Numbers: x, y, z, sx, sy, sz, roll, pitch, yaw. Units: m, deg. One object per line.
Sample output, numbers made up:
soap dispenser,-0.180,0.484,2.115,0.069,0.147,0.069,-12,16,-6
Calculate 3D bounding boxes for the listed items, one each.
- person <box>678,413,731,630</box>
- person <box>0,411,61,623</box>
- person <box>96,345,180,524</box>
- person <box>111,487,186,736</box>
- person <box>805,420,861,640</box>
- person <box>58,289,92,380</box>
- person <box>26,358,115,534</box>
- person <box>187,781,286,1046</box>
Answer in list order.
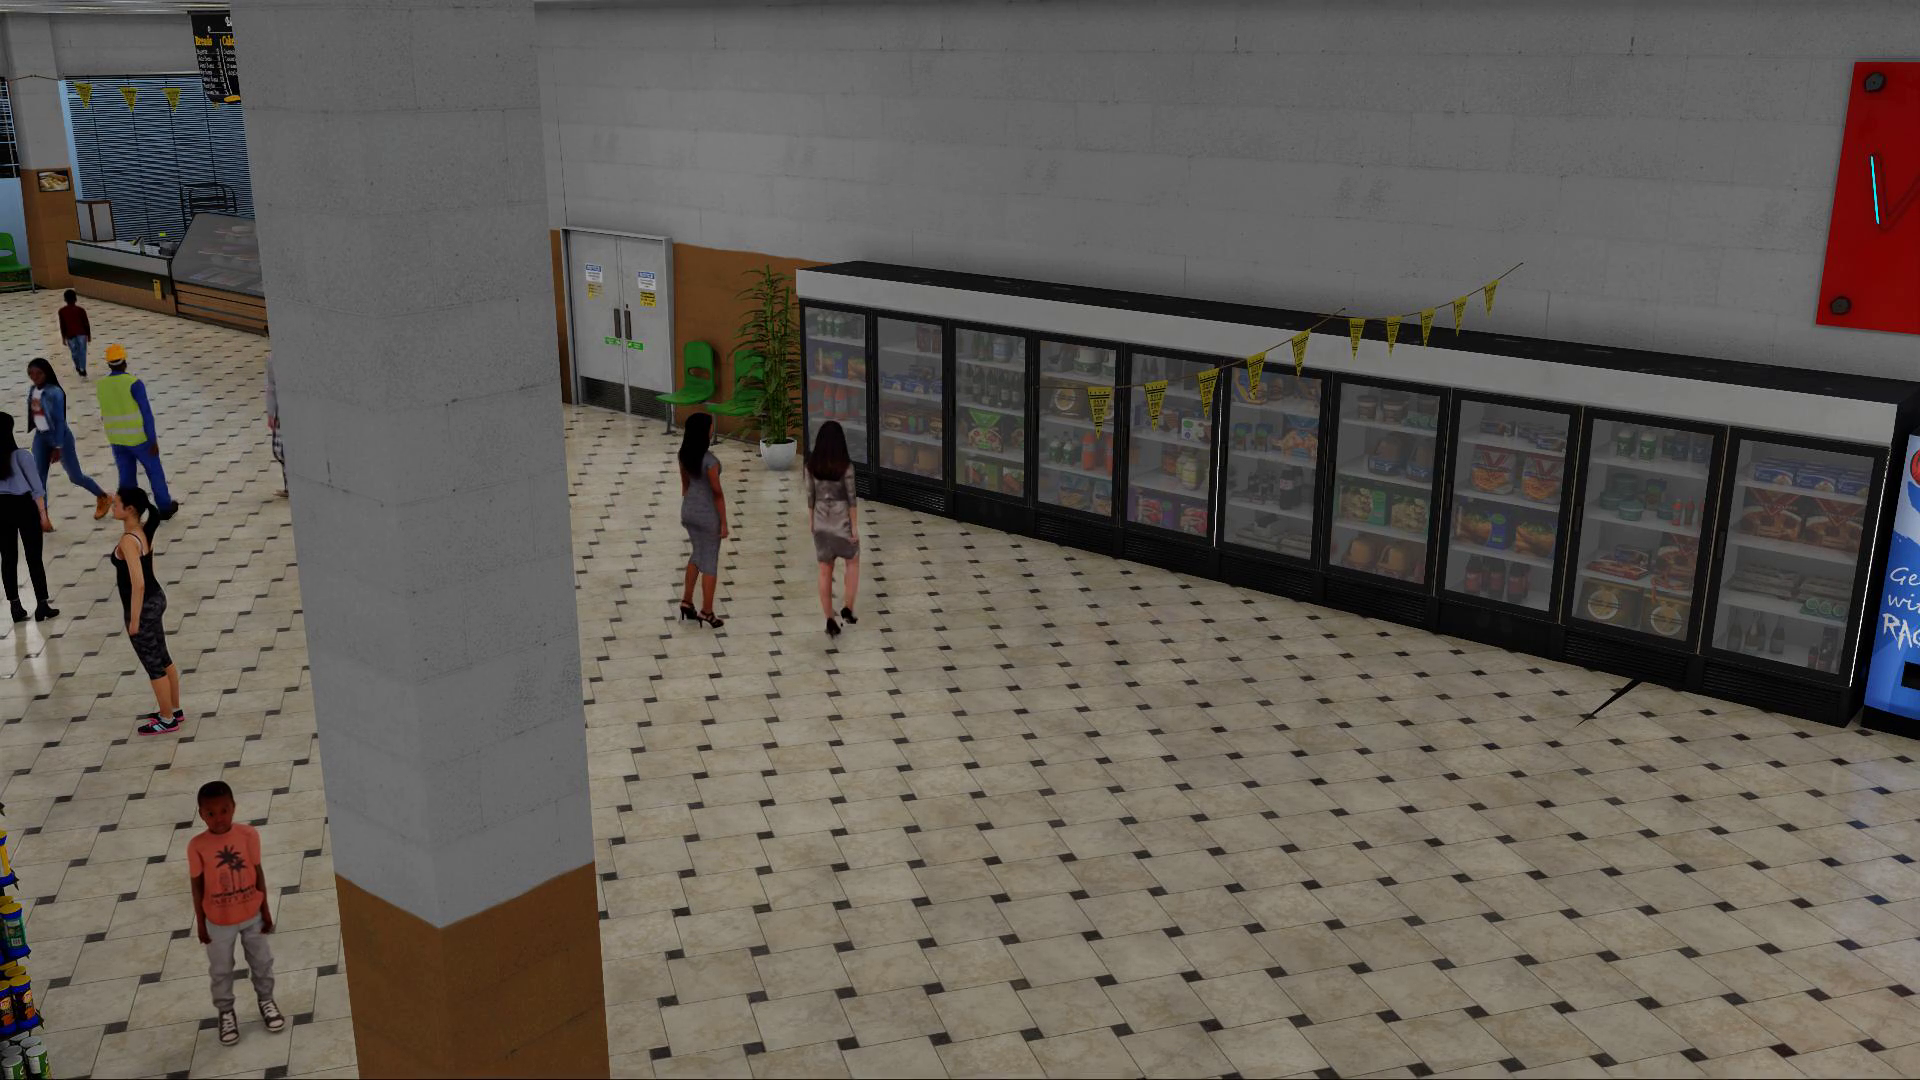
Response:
person,-2.095,-0.148,13.287,0.605,1.779,0.529,14,22,38
person,-7.661,-0.190,13.485,0.728,1.744,0.777,-1,17,-2
person,-7.946,-0.922,15.841,1.085,1.776,1.169,1,17,4
person,-5.543,0.471,11.333,0.717,1.729,0.664,-2,17,-8
person,-1.016,-0.052,13.060,0.729,1.727,0.787,5,17,15
person,-12.258,-2.831,23.067,0.893,1.231,0.837,-7,18,-20
person,-8.608,-0.912,15.964,0.871,1.685,1.165,7,18,20
person,-3.447,1.740,7.881,0.492,1.307,0.593,-9,19,-27
